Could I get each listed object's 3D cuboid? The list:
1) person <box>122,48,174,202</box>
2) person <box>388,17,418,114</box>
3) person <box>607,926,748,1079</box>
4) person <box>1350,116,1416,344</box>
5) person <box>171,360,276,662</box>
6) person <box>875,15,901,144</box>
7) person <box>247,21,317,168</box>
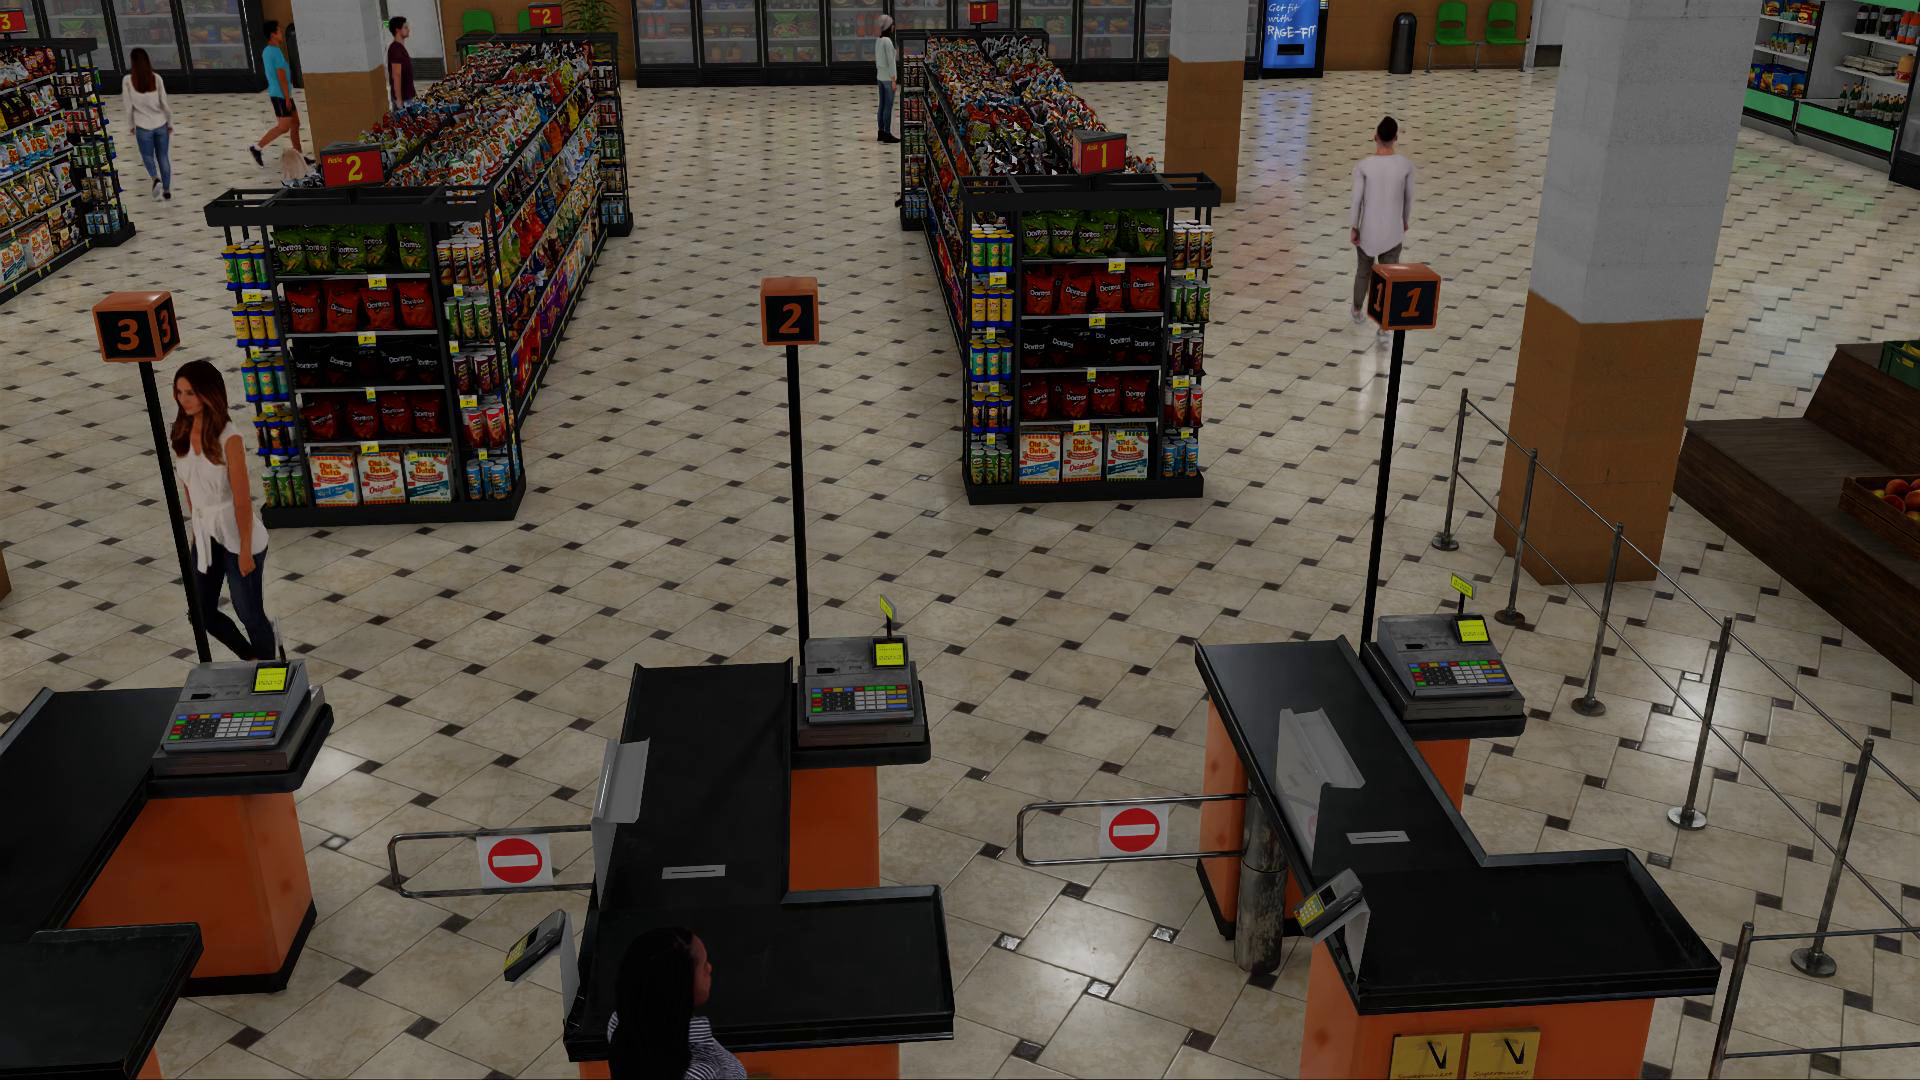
[{"bbox_3d":[-9.021,-4.609,18.581,0.800,1.683,0.917,-12,26,-26],"label":"person"},{"bbox_3d":[-6.807,-5.345,20.116,0.948,1.799,1.161,-8,25,-19],"label":"person"},{"bbox_3d":[-0.669,1.682,4.152,0.733,1.725,0.655,-22,32,-40],"label":"person"},{"bbox_3d":[3.463,-2.497,13.617,0.832,1.793,1.205,3,24,6],"label":"person"},{"bbox_3d":[-3.455,-0.029,8.001,0.725,1.774,0.736,11,26,23],"label":"person"},{"bbox_3d":[-0.974,-6.146,22.141,0.699,1.644,0.550,-12,26,-25],"label":"person"},{"bbox_3d":[-8.366,-5.381,20.262,0.998,1.749,1.091,-14,27,-29],"label":"person"}]
